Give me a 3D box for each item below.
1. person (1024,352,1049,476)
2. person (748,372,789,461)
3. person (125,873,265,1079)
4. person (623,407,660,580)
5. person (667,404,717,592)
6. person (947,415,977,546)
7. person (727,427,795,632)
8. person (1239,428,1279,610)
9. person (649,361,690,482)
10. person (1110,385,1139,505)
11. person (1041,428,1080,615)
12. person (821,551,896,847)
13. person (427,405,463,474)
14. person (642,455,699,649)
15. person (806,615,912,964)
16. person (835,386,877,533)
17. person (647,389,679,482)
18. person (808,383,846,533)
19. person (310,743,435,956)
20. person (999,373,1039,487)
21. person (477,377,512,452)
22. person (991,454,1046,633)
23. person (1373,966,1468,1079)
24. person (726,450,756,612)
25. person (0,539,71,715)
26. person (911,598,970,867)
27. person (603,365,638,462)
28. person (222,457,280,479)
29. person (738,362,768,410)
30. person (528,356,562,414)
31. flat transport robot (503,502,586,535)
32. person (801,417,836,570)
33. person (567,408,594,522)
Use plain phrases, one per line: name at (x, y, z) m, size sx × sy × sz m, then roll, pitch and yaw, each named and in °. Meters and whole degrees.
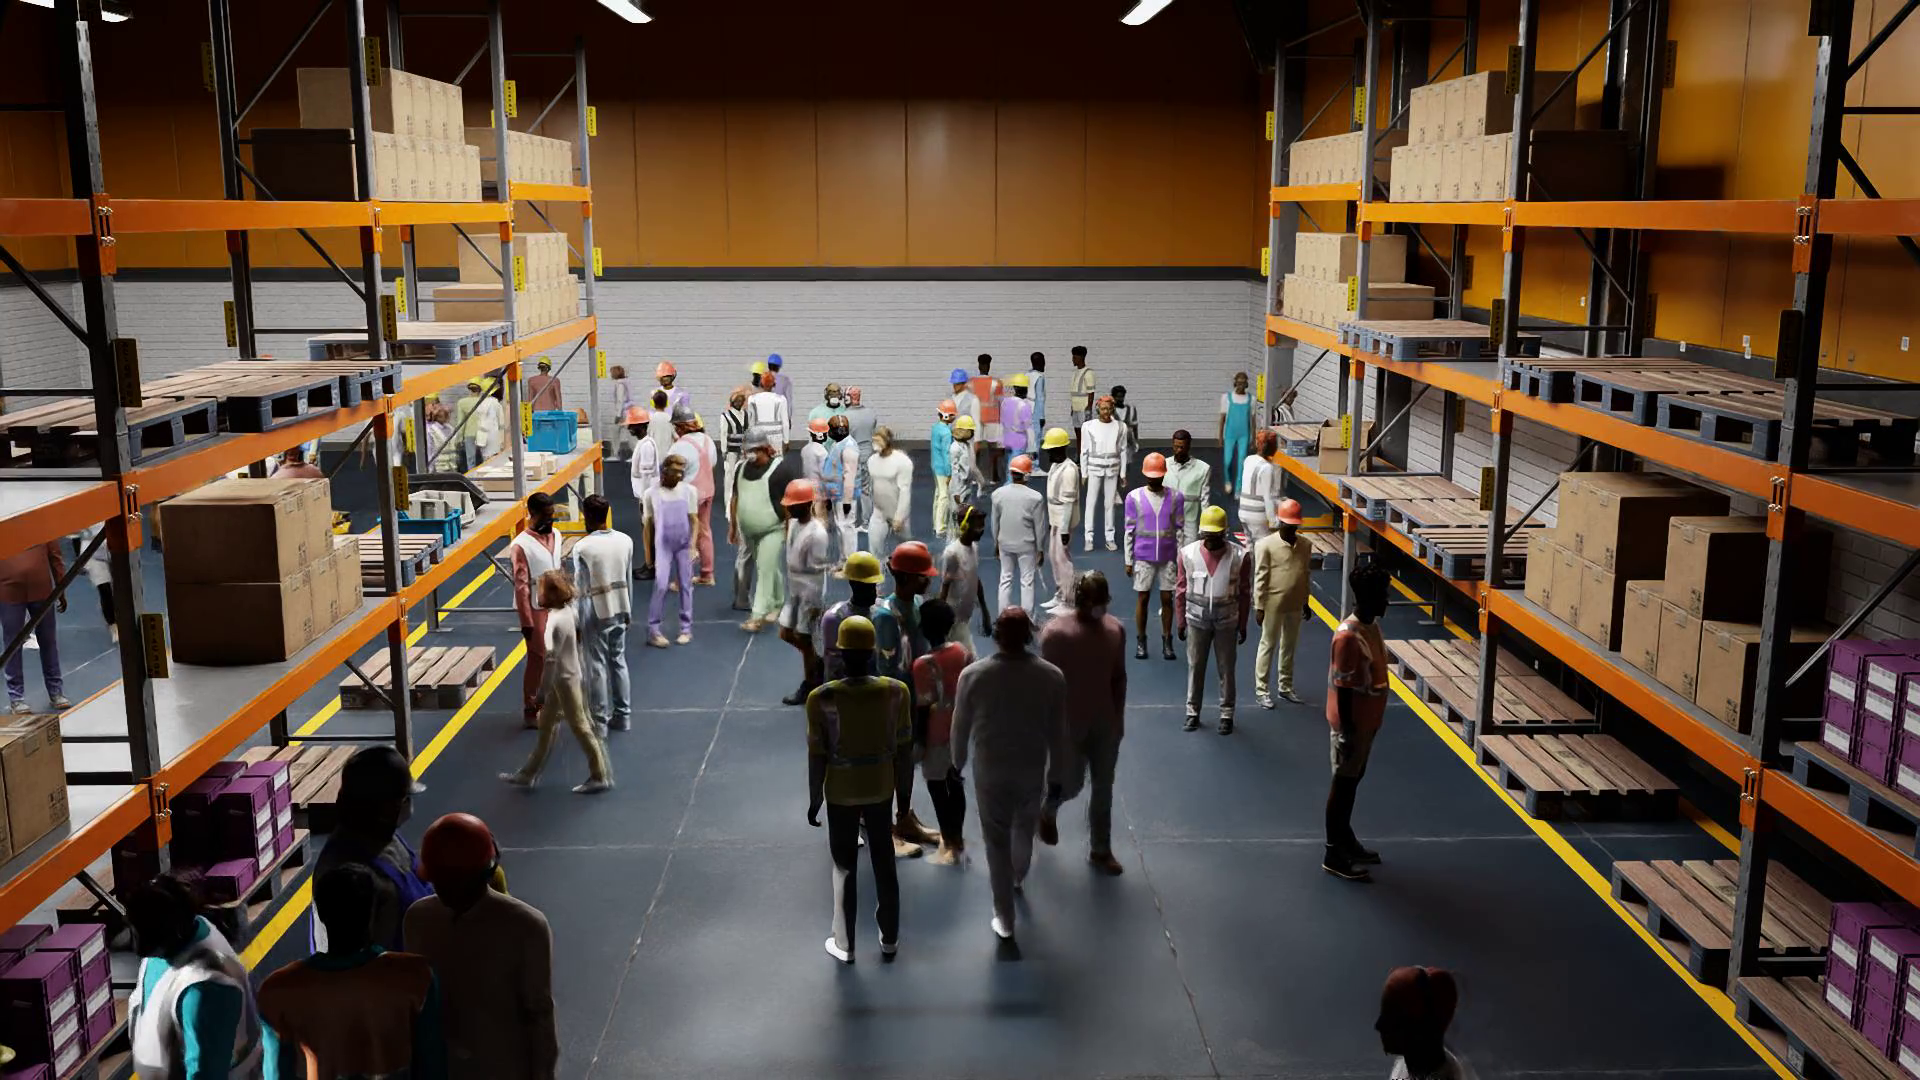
person at (1.148, -1.950, 25.719) m, size 0.399 × 1.920 × 0.590 m, roll -4°, pitch 12°, yaw -20°
person at (-2.630, -1.379, 22.943) m, size 0.577 × 1.884 × 0.353 m, roll 2°, pitch 11°, yaw 8°
person at (-2.709, 2.030, 6.048) m, size 0.517 × 1.804 × 0.645 m, roll -9°, pitch 15°, yaw -39°
person at (-3.529, -0.521, 18.520) m, size 0.385 × 1.932 × 0.543 m, roll -3°, pitch 12°, yaw -13°
person at (-2.952, -0.475, 18.014) m, size 0.537 × 2.000 × 0.682 m, roll 7°, pitch 13°, yaw 30°
person at (0.043, -0.588, 19.361) m, size 0.319 × 1.737 × 0.486 m, roll 5°, pitch 12°, yaw 22°
person at (-2.000, -0.127, 16.270) m, size 0.694 × 2.000 × 0.975 m, roll 9°, pitch 14°, yaw 37°
person at (3.075, -0.224, 17.186) m, size 0.380 × 1.874 × 0.635 m, roll -2°, pitch 12°, yaw -12°
person at (-3.987, -1.421, 22.748) m, size 0.616 × 2.041 × 0.381 m, roll 4°, pitch 12°, yaw 20°
person at (2.217, -1.364, 23.393) m, size 0.536 × 1.672 × 0.697 m, roll -4°, pitch 12°, yaw -17°
person at (1.017, -0.194, 16.929) m, size 0.403 × 1.913 × 0.601 m, roll -2°, pitch 11°, yaw -9°
person at (-0.632, 1.015, 10.827) m, size 0.366 × 1.927 × 0.588 m, roll 10°, pitch 15°, yaw 41°
person at (-6.585, -0.911, 21.256) m, size 0.331 × 1.624 × 0.565 m, roll 7°, pitch 13°, yaw 32°
person at (-2.715, 0.113, 15.648) m, size 0.536 × 1.819 × 0.504 m, roll -5°, pitch 12°, yaw -22°
person at (-0.558, 1.358, 9.107) m, size 0.594 × 1.924 × 0.382 m, roll -4°, pitch 12°, yaw -19°
person at (-1.342, -0.994, 20.992) m, size 0.635 × 1.899 × 0.399 m, roll -11°, pitch 16°, yaw -43°
person at (-3.812, -1.001, 21.173) m, size 0.515 × 1.844 × 0.889 m, roll -4°, pitch 12°, yaw -18°
person at (-1.605, -1.042, 21.145) m, size 0.629 × 1.932 × 0.377 m, roll -2°, pitch 11°, yaw -11°
person at (-2.295, 1.788, 6.665) m, size 0.537 × 2.000 × 0.688 m, roll -2°, pitch 11°, yaw -10°
person at (0.887, -1.300, 22.491) m, size 0.833 × 1.897 × 0.613 m, roll -7°, pitch 13°, yaw -33°
person at (-6.178, -1.278, 22.433) m, size 0.626 × 1.889 × 0.410 m, roll -11°, pitch 16°, yaw -43°
person at (0.581, 0.037, 16.168) m, size 0.572 × 1.749 × 0.340 m, roll 6°, pitch 13°, yaw 26°
person at (1.430, 2.188, 5.082) m, size 0.490 × 1.873 × 0.604 m, roll 1°, pitch 11°, yaw 4°
person at (-2.185, -0.178, 17.063) m, size 0.407 × 1.833 × 0.575 m, roll -4°, pitch 12°, yaw -19°
person at (-7.617, 0.444, 13.557) m, size 0.614 × 1.987 × 0.408 m, roll -10°, pitch 15°, yaw -42°
person at (-0.109, 1.208, 10.477) m, size 0.351 × 1.700 × 0.542 m, roll 7°, pitch 13°, yaw 31°
person at (-5.505, -2.027, 26.890) m, size 0.694 × 1.597 × 0.536 m, roll -4°, pitch 12°, yaw -20°
person at (-7.391, -0.237, 17.428) m, size 0.579 × 1.838 × 0.425 m, roll -5°, pitch 12°, yaw -24°
person at (-3.013, -1.680, 24.496) m, size 0.907 × 1.864 × 0.612 m, roll 7°, pitch 13°, yaw 32°
person at (-6.672, -2.078, 26.783) m, size 0.535 × 1.753 × 0.341 m, roll -1°, pitch 11°, yaw -4°
flat transport robot at (-5.520, -0.277, 21.475) m, size 0.652 × 0.197 × 1.431 m, roll 11°, pitch 16°, yaw 44°
person at (-1.604, -0.534, 19.031) m, size 0.329 × 1.751 × 0.568 m, roll -7°, pitch 13°, yaw -31°
person at (-4.790, -0.858, 20.988) m, size 0.509 × 1.623 × 0.292 m, roll -6°, pitch 13°, yaw -28°
